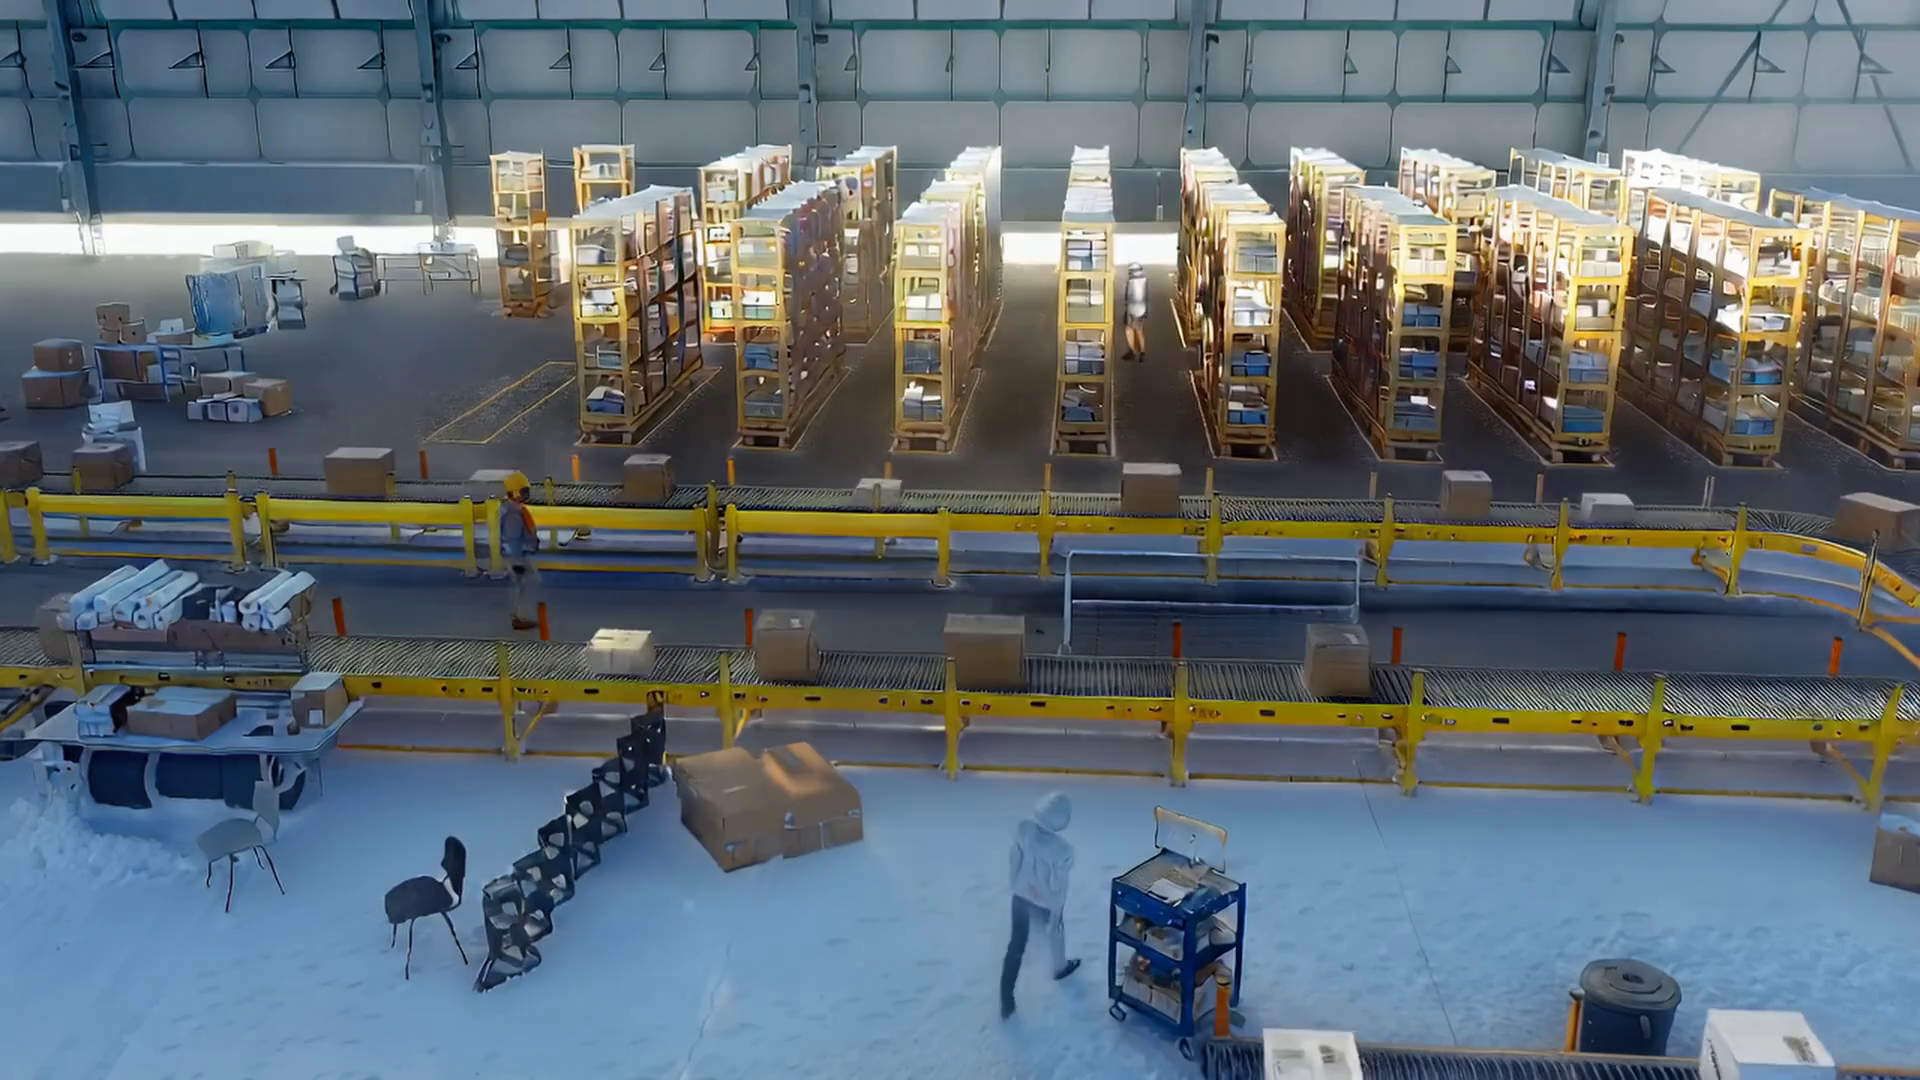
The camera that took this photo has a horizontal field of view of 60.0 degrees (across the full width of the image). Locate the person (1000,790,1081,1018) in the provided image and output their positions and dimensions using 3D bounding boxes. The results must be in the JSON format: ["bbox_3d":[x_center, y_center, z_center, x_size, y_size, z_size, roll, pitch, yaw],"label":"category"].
[{"bbox_3d":[0.554,2.430,11.276,0.506,1.571,0.898,10,20,29],"label":"person"}]

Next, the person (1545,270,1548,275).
[{"bbox_3d":[11.319,-4.463,32.717,0.376,1.836,0.563,4,18,11],"label":"person"}]

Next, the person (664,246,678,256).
[{"bbox_3d":[-7.382,-7.525,42.622,0.839,1.713,0.564,2,18,7],"label":"person"}]

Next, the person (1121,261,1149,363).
[{"bbox_3d":[3.436,-4.438,32.375,0.693,1.999,0.711,-9,20,-27],"label":"person"}]

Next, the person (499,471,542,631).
[{"bbox_3d":[-4.792,0.136,18.145,0.427,1.818,0.622,-5,18,-15],"label":"person"}]

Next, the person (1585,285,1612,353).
[{"bbox_3d":[12.023,-4.020,31.101,0.785,1.958,0.606,4,18,13],"label":"person"}]
